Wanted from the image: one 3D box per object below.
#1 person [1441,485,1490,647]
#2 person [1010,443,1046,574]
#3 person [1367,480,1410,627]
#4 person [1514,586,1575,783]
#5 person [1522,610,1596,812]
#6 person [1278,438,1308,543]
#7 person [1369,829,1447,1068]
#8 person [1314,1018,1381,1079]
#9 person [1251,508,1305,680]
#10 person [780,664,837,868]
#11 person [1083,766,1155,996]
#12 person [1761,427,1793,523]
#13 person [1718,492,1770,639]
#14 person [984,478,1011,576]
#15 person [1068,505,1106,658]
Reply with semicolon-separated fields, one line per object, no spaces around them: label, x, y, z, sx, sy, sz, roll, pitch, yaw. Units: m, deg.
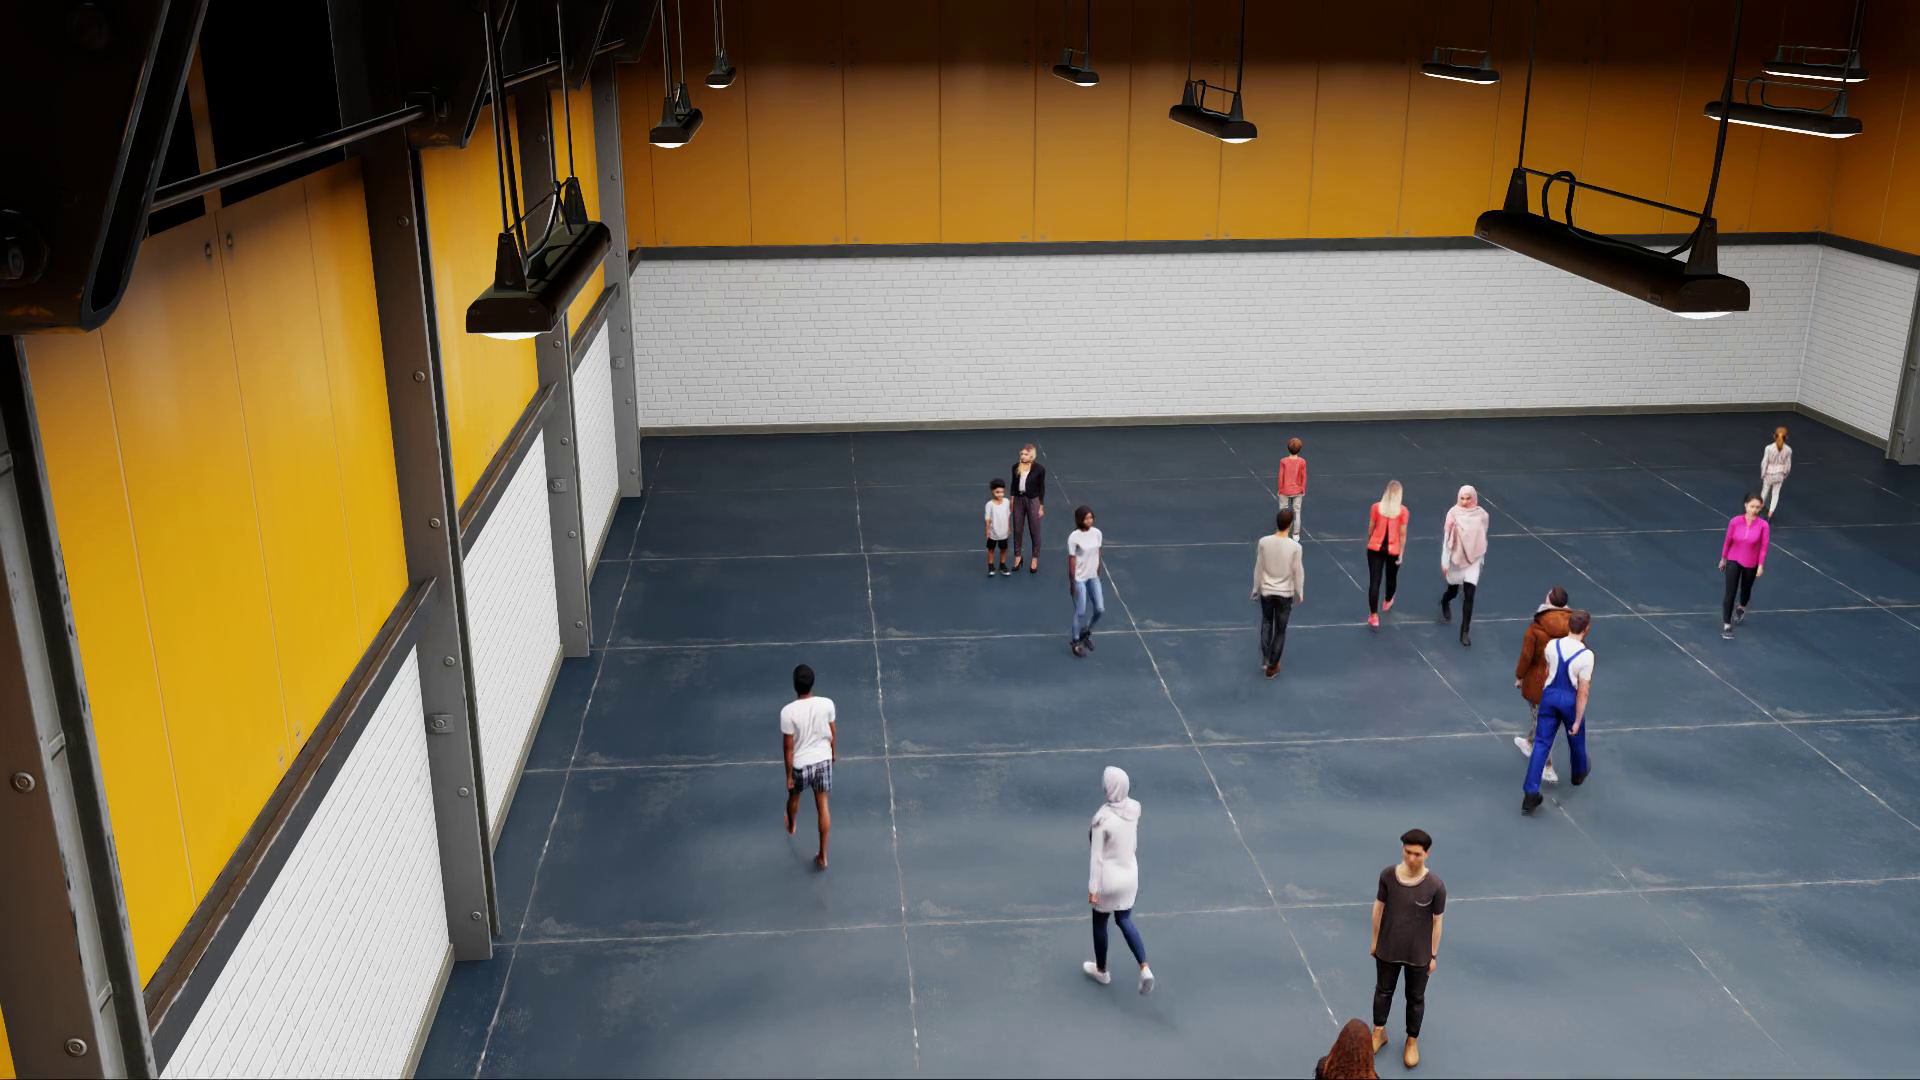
person;5.595;0.243;18.602;0.741;1.777;1.129;0;19;1
person;0.843;-0.409;20.715;0.674;1.666;0.676;7;20;21
person;4.838;0.190;18.965;0.972;1.646;1.250;7;20;19
person;5.420;1.350;15.286;0.791;1.797;1.140;-3;19;-10
person;5.271;1.544;14.731;1.235;1.782;1.287;15;24;37
person;4.352;-0.656;21.837;0.549;1.417;0.536;1;19;4
person;3.025;2.734;11.298;0.709;1.718;0.726;9;21;25
person;2.174;3.465;9.551;0.858;1.448;1.064;7;20;21
person;3.303;0.593;17.456;0.823;1.847;0.859;9;20;24
person;-1.220;1.901;13.810;0.772;1.693;1.113;-5;19;-15
person;1.178;2.489;11.964;0.873;1.758;1.052;-12;22;-31
person;11.141;-0.873;22.715;0.782;1.268;1.001;6;20;18
person;8.836;0.250;18.770;0.994;1.658;1.238;10;21;26
person;0.461;-0.173;20.667;0.539;1.249;0.559;-7;20;-21
person;1.314;0.428;18.161;0.712;1.709;0.749;-11;21;-29
